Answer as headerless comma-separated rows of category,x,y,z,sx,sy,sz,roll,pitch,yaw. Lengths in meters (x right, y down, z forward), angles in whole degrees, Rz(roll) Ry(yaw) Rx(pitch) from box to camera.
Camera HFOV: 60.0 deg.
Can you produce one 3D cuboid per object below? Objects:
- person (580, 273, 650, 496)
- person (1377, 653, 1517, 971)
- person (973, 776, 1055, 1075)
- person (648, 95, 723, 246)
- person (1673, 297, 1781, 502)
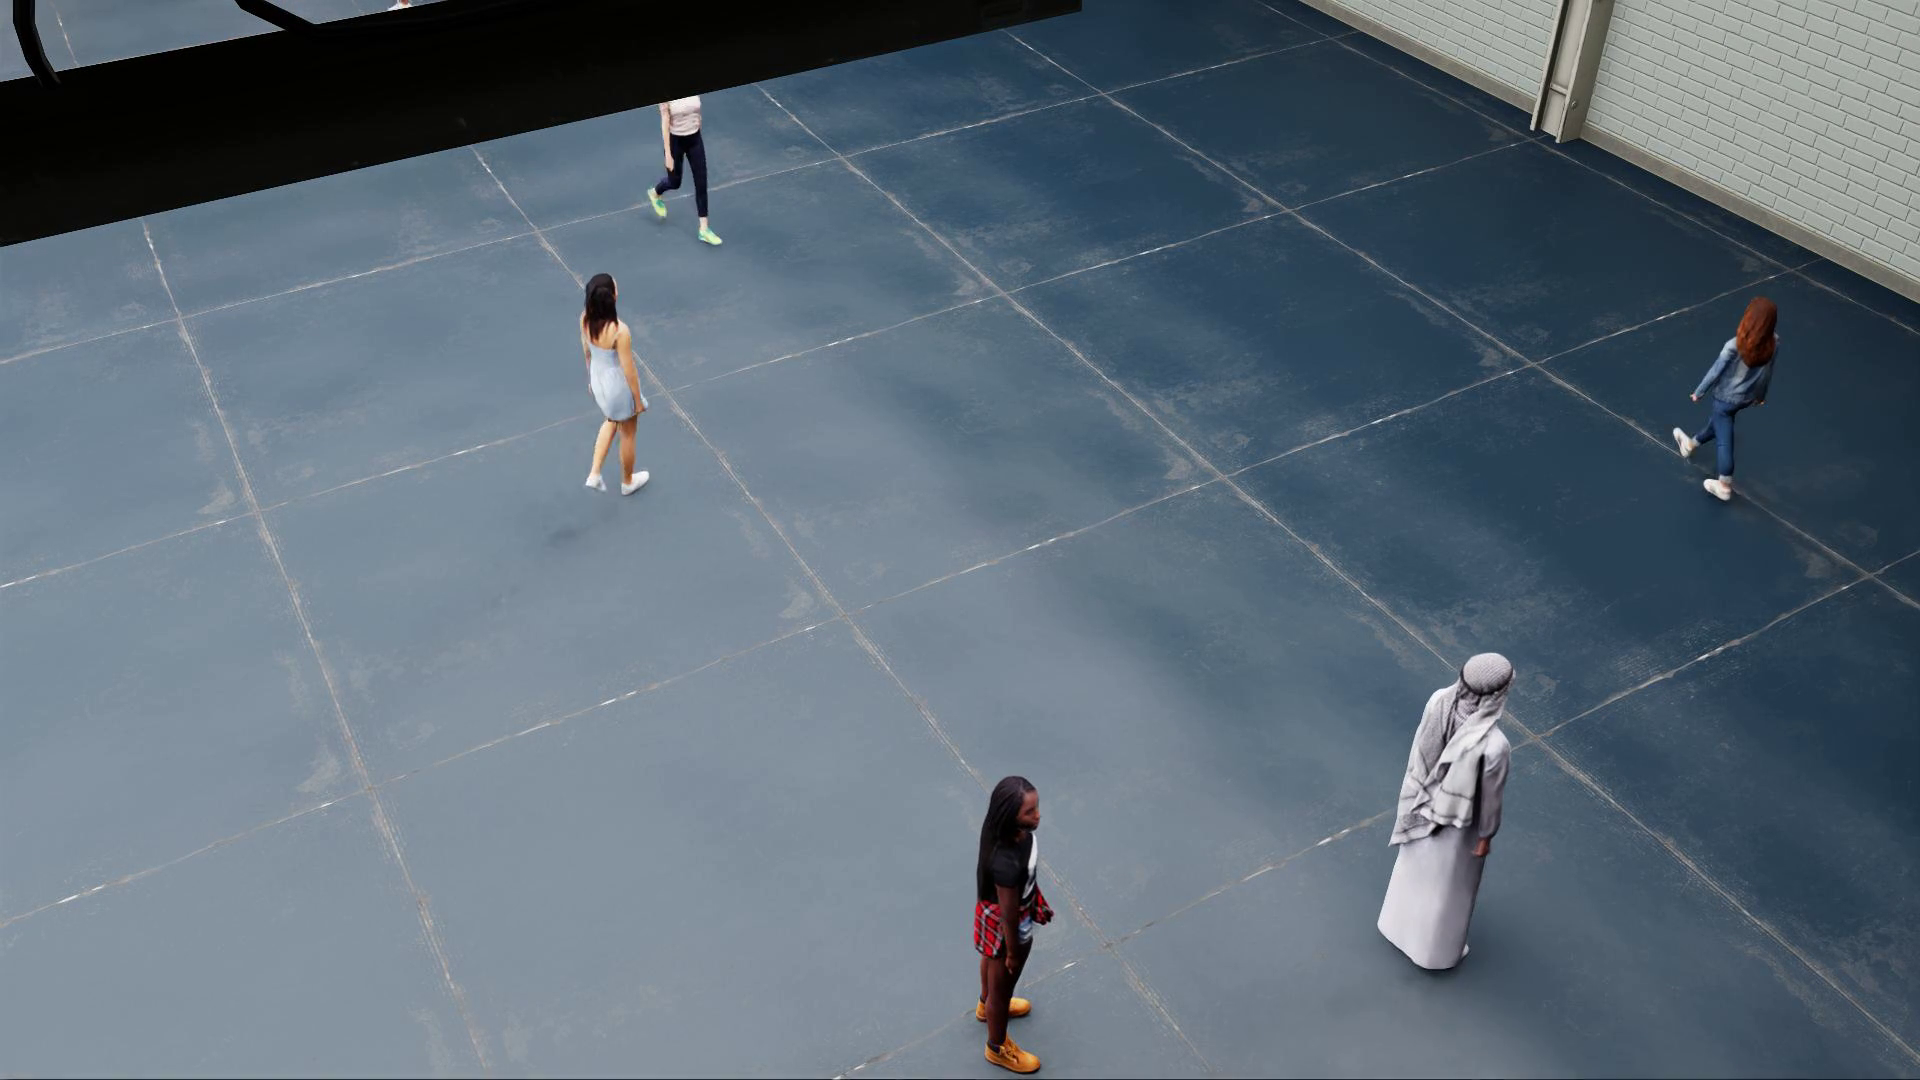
person,-2.356,-0.967,11.022,0.836,1.722,0.859,21,43,25
person,2.345,1.292,7.969,0.744,1.926,0.538,-20,42,-24
person,0.206,1.726,7.578,0.780,1.725,0.684,-1,38,-1
person,-2.409,-3.369,14.128,1.167,1.678,0.819,30,47,32
person,5.242,-0.917,11.181,0.726,1.447,1.004,-11,39,-13
